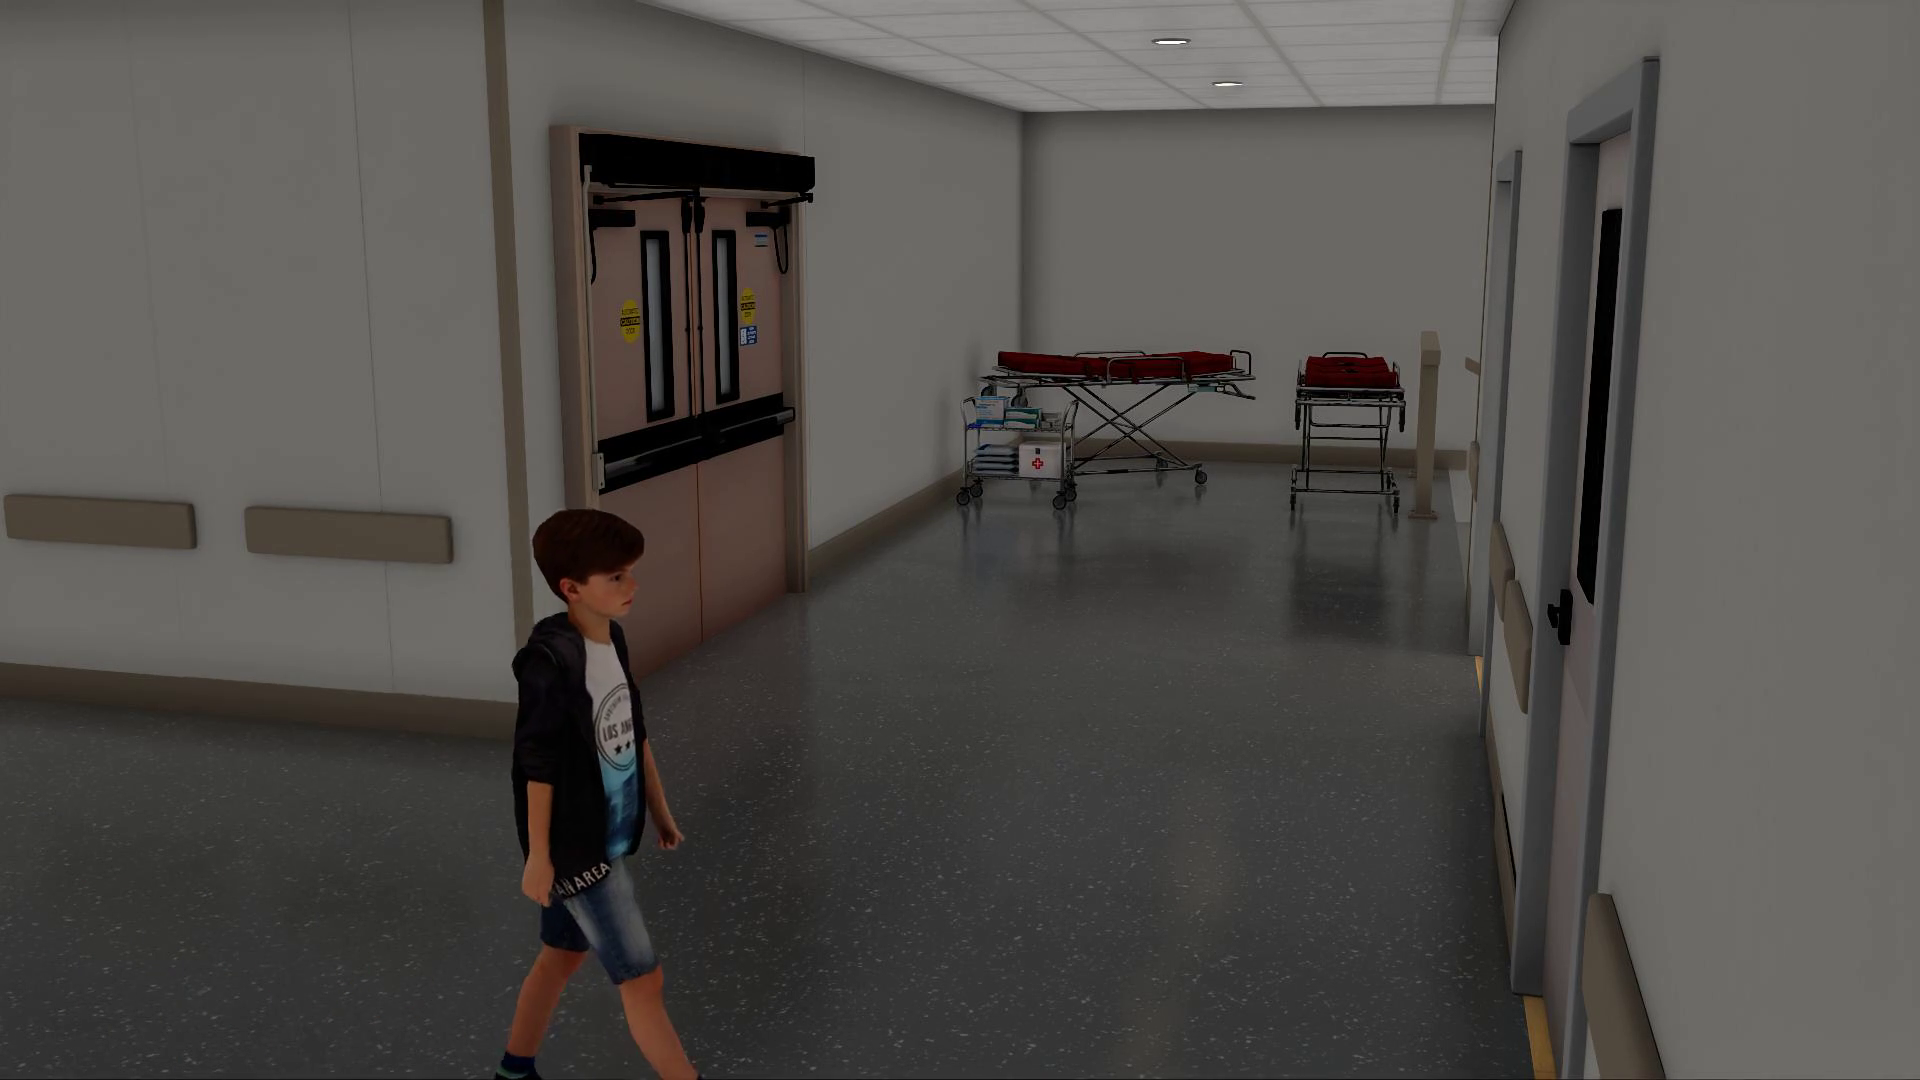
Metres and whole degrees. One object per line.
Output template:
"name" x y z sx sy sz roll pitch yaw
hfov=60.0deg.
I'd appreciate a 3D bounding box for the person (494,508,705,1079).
"person" -0.872 0.654 3.645 0.670 1.410 0.890 2 11 9
